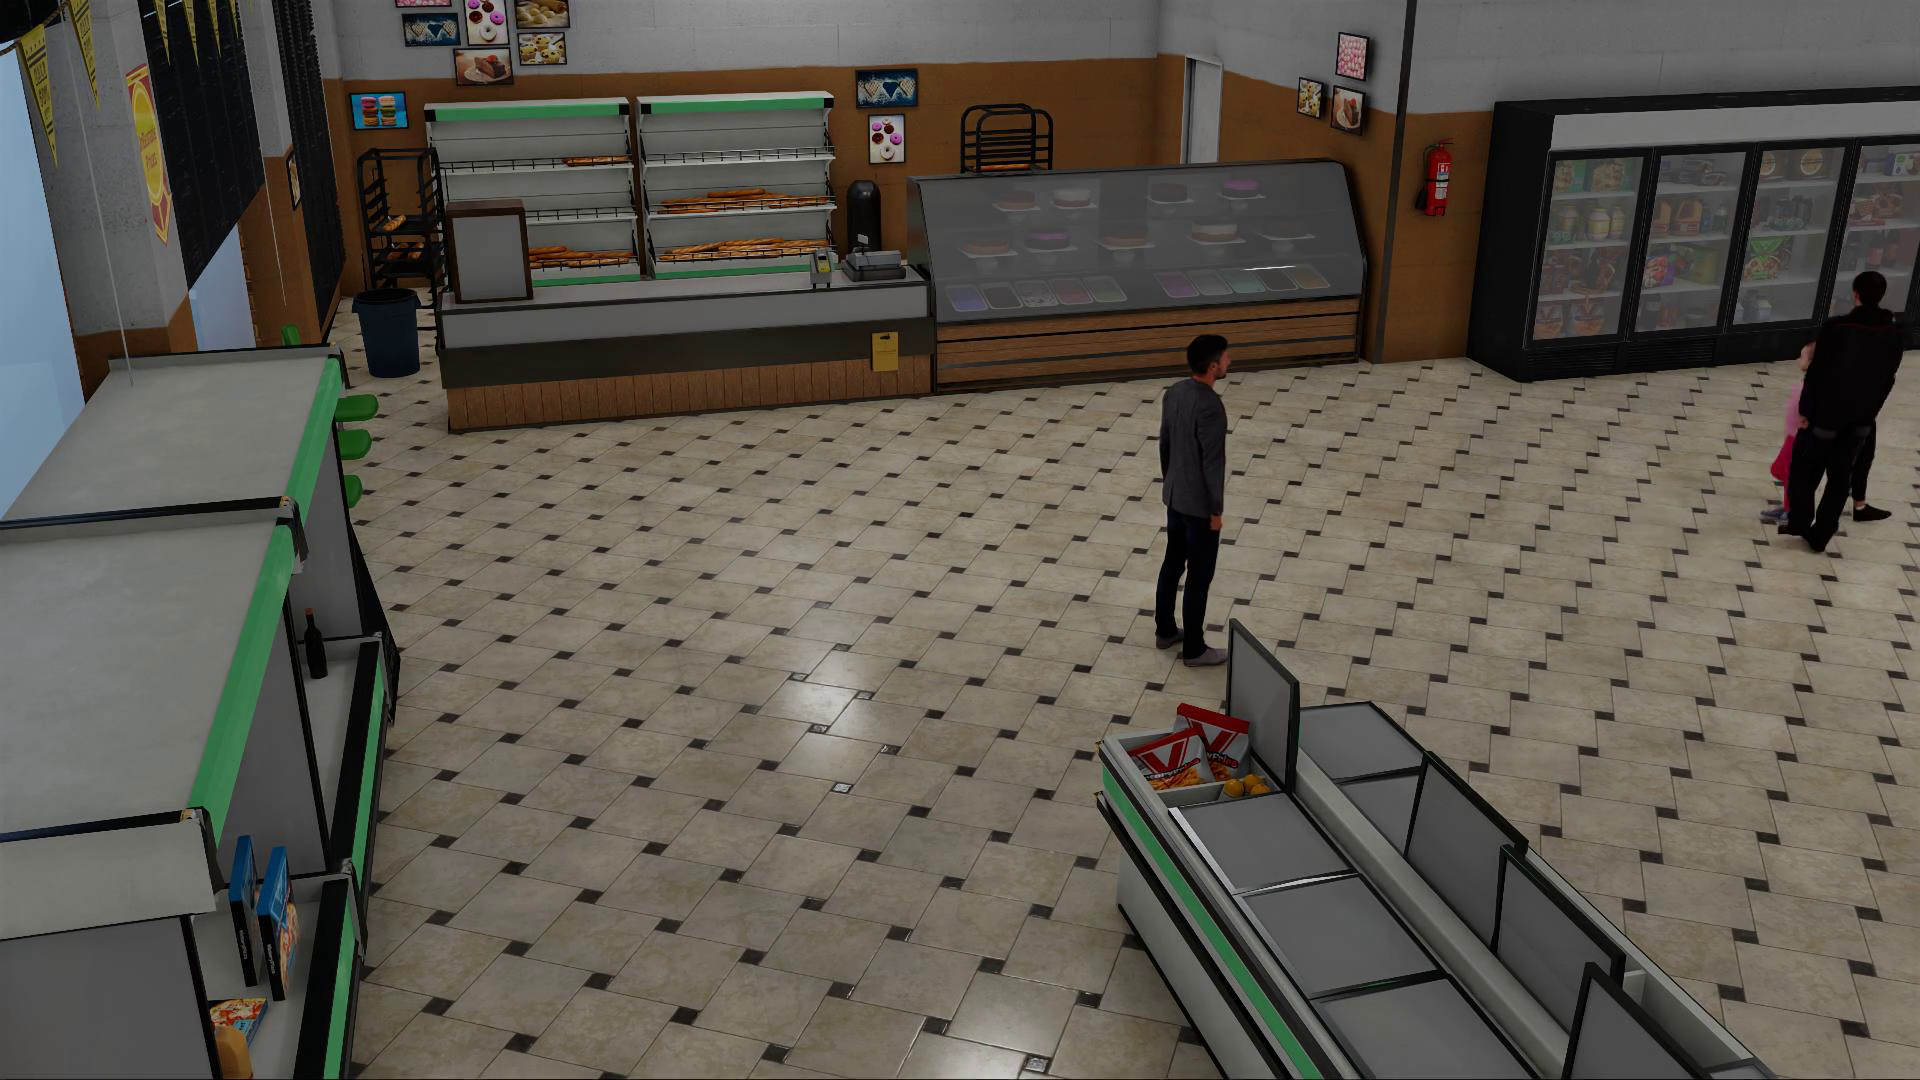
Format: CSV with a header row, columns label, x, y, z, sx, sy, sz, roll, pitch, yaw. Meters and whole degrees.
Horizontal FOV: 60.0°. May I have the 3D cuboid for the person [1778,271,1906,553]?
label,x,y,z,sx,sy,sz,roll,pitch,yaw
person,5.686,-0.775,10.662,0.840,1.814,0.796,2,22,4

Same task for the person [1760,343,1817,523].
label,x,y,z,sx,sy,sz,roll,pitch,yaw
person,5.732,-0.706,11.231,0.670,1.262,0.607,9,24,21

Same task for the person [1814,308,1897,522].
label,x,y,z,sx,sy,sz,roll,pitch,yaw
person,6.046,-0.859,11.340,0.787,1.464,0.689,-4,22,-9

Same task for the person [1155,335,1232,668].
label,x,y,z,sx,sy,sz,roll,pitch,yaw
person,1.301,-0.228,9.226,0.788,1.871,0.579,-10,24,-23
